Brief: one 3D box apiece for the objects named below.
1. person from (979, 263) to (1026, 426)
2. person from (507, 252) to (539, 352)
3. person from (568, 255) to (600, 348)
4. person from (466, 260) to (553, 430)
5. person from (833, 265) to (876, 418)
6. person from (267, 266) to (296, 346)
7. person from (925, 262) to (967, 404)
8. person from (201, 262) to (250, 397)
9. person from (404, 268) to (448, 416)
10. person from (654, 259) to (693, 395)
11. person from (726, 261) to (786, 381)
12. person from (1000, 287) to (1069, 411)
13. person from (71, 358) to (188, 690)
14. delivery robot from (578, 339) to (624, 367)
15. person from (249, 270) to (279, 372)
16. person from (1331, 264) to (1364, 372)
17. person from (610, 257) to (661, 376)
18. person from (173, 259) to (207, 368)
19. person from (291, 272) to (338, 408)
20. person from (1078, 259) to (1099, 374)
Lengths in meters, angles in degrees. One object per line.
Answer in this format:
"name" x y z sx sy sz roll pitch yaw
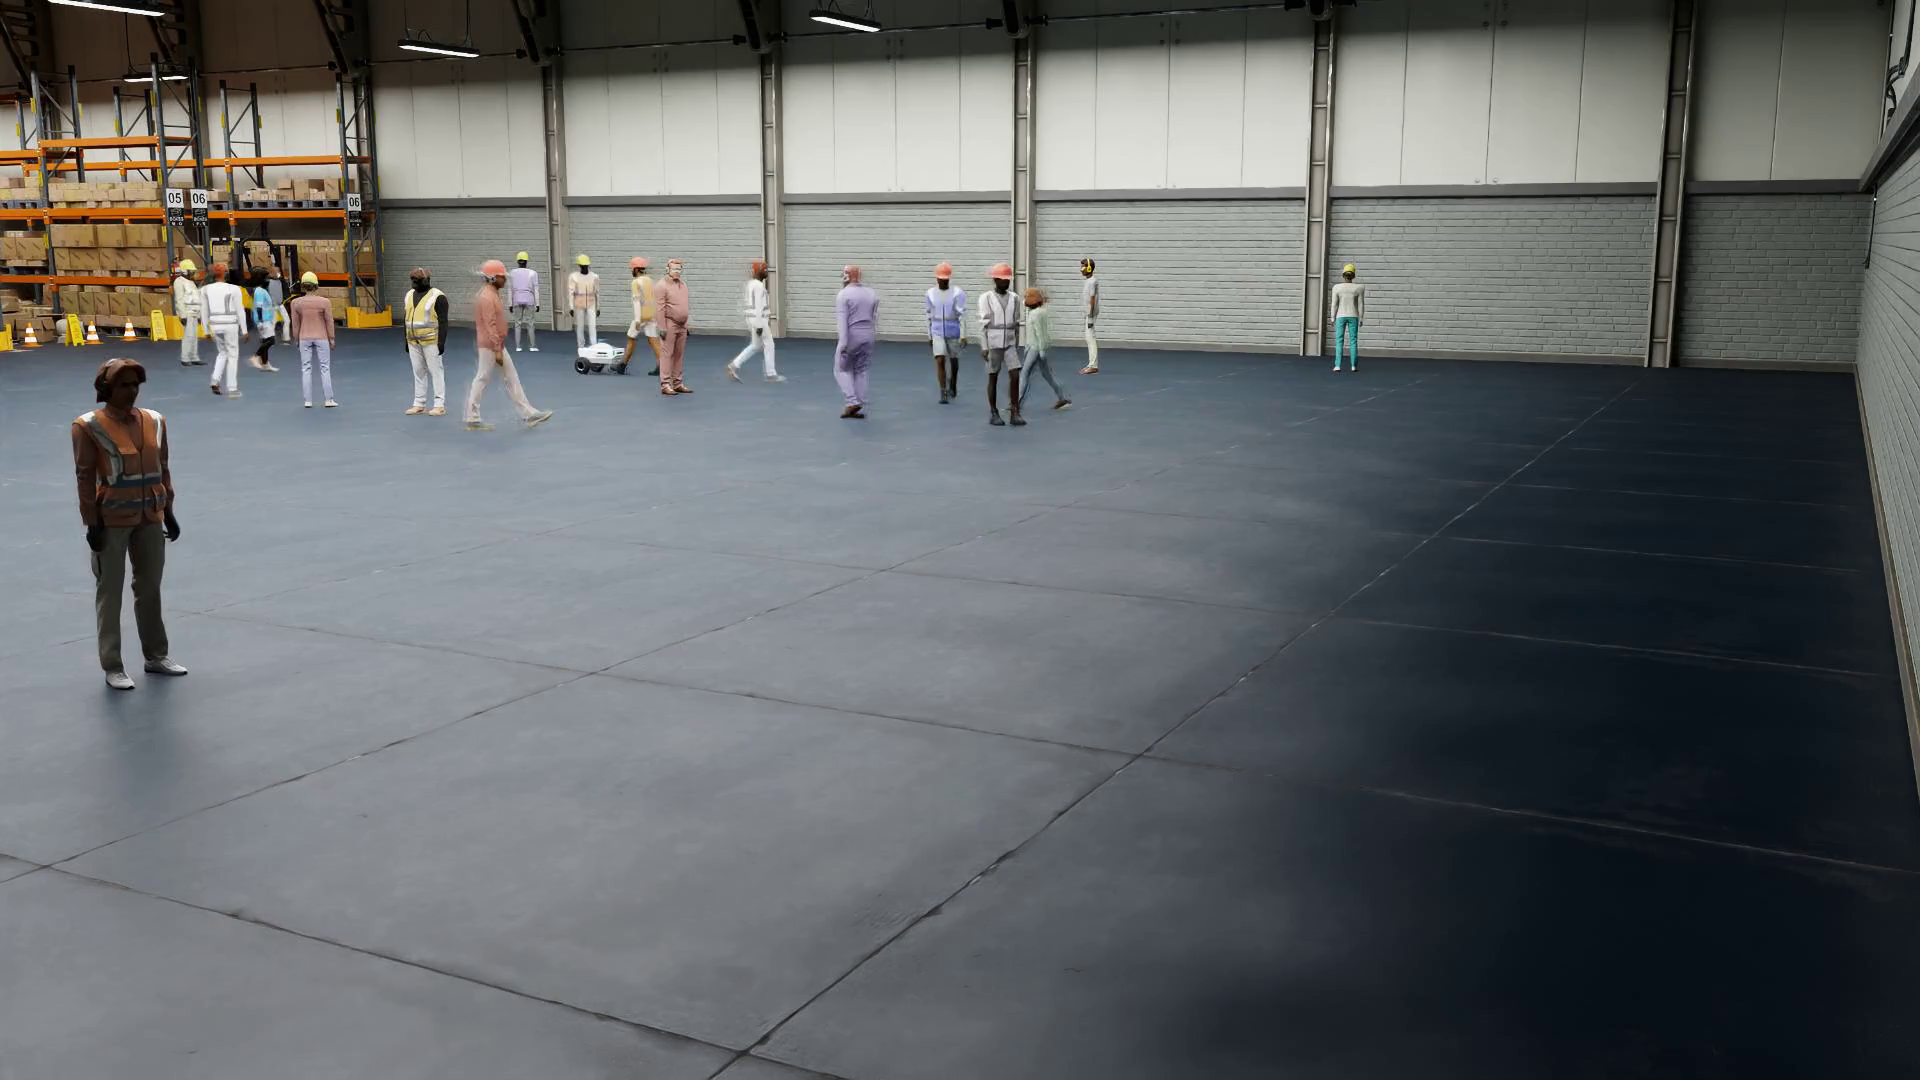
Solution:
"person" 0.506 -2.273 19.470 0.564 1.912 0.716 -4 11 -20
"person" -8.418 -4.589 32.096 0.593 1.920 0.384 0 10 -1
"person" -7.011 -4.381 31.103 0.611 1.867 1.020 -5 11 -23
"person" -5.243 -2.223 19.102 1.016 1.945 0.655 -1 10 -4
"person" -1.304 -2.421 20.410 0.409 1.881 0.658 10 14 43
"person" -13.789 -4.731 33.718 0.633 1.613 0.507 2 11 12
"person" -0.173 -2.801 22.448 0.580 1.898 0.867 1 10 7
"person" -10.174 -2.905 23.067 0.580 1.871 0.405 2 11 11
"person" -6.687 -2.468 20.765 0.620 1.838 0.430 4 11 21
"person" -4.034 -3.015 23.561 0.400 1.905 0.643 6 12 28
"person" -3.137 -3.338 25.456 0.839 1.857 0.583 -3 11 -18
"person" 0.996 -2.432 21.314 0.905 1.591 0.518 0 10 -1
"person" -4.159 -0.088 8.324 0.308 1.639 0.511 5 12 26
"delivery robot" -5.819 -3.014 26.979 0.707 0.478 0.477 4 11 20
"person" -11.413 -3.583 27.261 0.382 1.685 0.536 -4 11 -19
"person" 6.382 -3.654 27.420 0.534 1.767 0.314 1 10 7
"person" -5.153 -3.564 26.596 0.987 1.883 0.570 5 11 24
"person" -13.131 -3.856 28.340 0.403 1.834 0.598 -1 10 -4
"person" -8.416 -2.602 21.676 0.525 1.771 0.305 -2 11 -9
"person" 2.104 -3.636 27.074 0.315 1.863 0.517 -1 10 -4
